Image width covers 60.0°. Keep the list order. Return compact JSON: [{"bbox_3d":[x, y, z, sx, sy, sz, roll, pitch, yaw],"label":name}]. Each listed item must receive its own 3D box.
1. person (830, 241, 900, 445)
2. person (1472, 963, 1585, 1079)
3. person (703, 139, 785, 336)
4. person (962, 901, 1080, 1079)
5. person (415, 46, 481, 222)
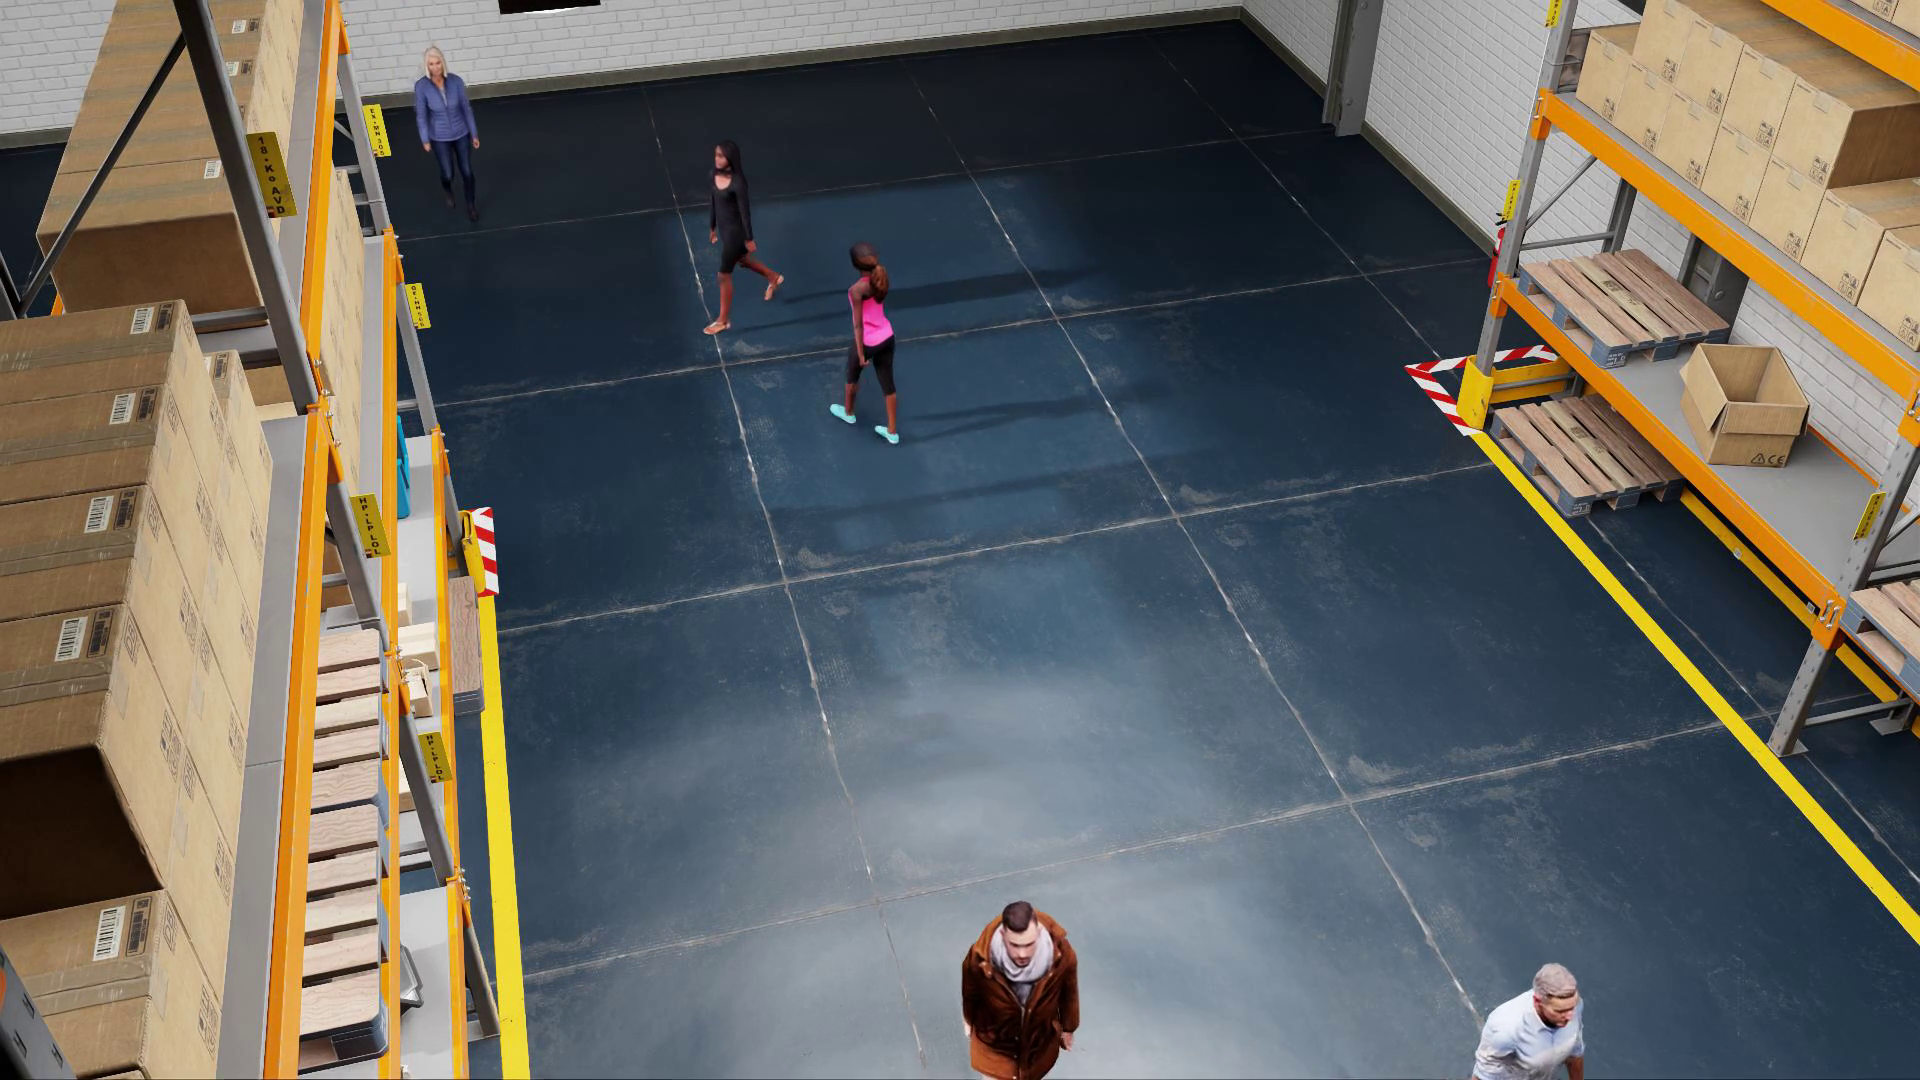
[{"bbox_3d":[-0.608,-1.486,12.883,0.811,1.698,0.991,-30,47,-32],"label":"person"},{"bbox_3d":[2.534,2.502,7.817,0.894,1.787,1.161,-21,43,-24],"label":"person"},{"bbox_3d":[-1.887,-2.661,14.368,1.057,1.680,1.203,-29,47,-32],"label":"person"},{"bbox_3d":[0.263,2.318,8.036,0.765,1.803,1.136,-6,39,-8],"label":"person"},{"bbox_3d":[-4.903,-3.915,15.900,0.758,1.728,0.805,-19,42,-22],"label":"person"}]
